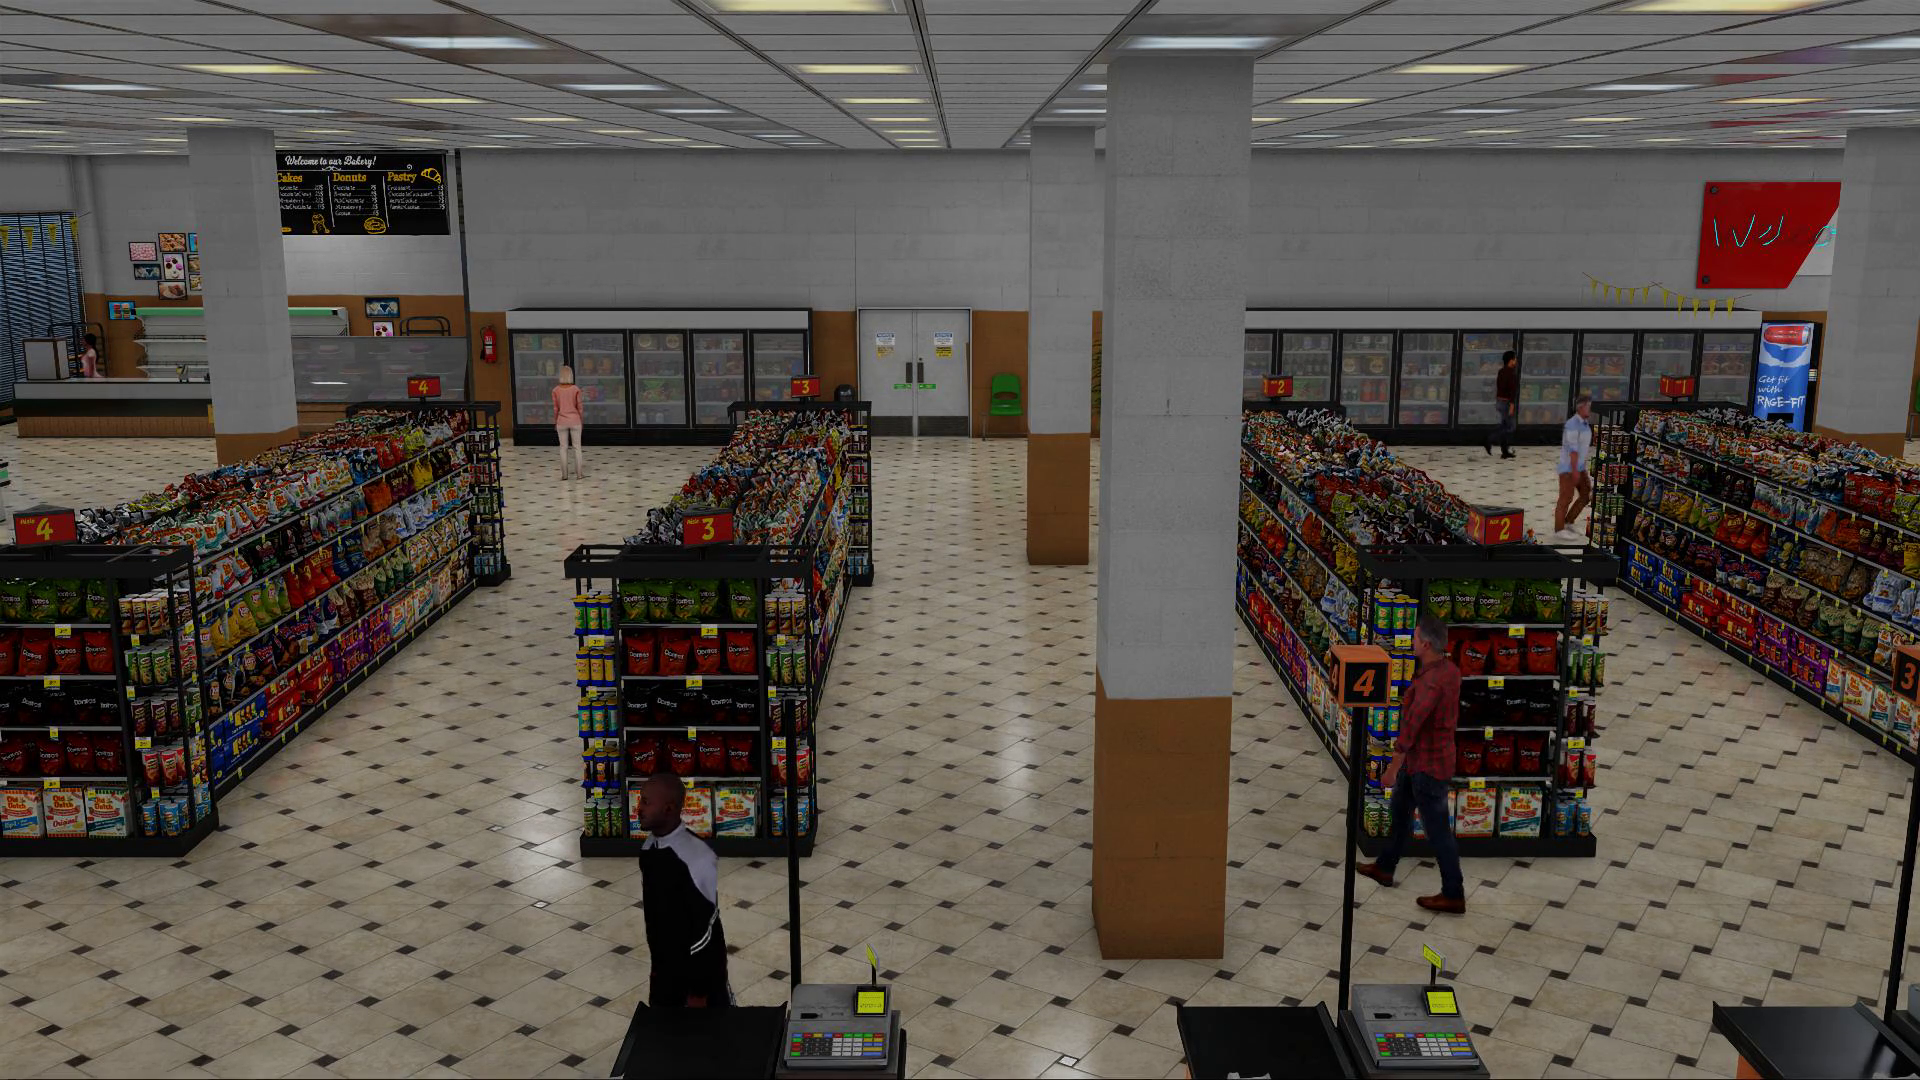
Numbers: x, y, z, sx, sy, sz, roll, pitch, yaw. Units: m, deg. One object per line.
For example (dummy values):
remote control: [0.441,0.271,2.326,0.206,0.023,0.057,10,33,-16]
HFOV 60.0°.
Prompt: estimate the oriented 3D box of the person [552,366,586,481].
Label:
person: [-5.923,-1.779,25.157,0.629,1.724,0.560,-2,12,-8]

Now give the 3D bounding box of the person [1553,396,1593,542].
person: [7.585,-0.905,20.798,0.874,1.811,0.807,11,16,42]

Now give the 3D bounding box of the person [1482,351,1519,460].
person: [8.752,-2.166,26.893,0.833,1.766,0.912,-3,12,-13]

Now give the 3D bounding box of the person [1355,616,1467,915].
person: [2.909,1.375,9.988,1.056,1.804,1.081,7,14,29]

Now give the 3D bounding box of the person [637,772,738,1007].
person: [-1.152,1.900,7.507,0.975,1.798,1.032,11,16,42]

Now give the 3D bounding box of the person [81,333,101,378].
person: [-15.947,-2.933,30.599,0.708,1.741,0.586,-5,13,-24]
